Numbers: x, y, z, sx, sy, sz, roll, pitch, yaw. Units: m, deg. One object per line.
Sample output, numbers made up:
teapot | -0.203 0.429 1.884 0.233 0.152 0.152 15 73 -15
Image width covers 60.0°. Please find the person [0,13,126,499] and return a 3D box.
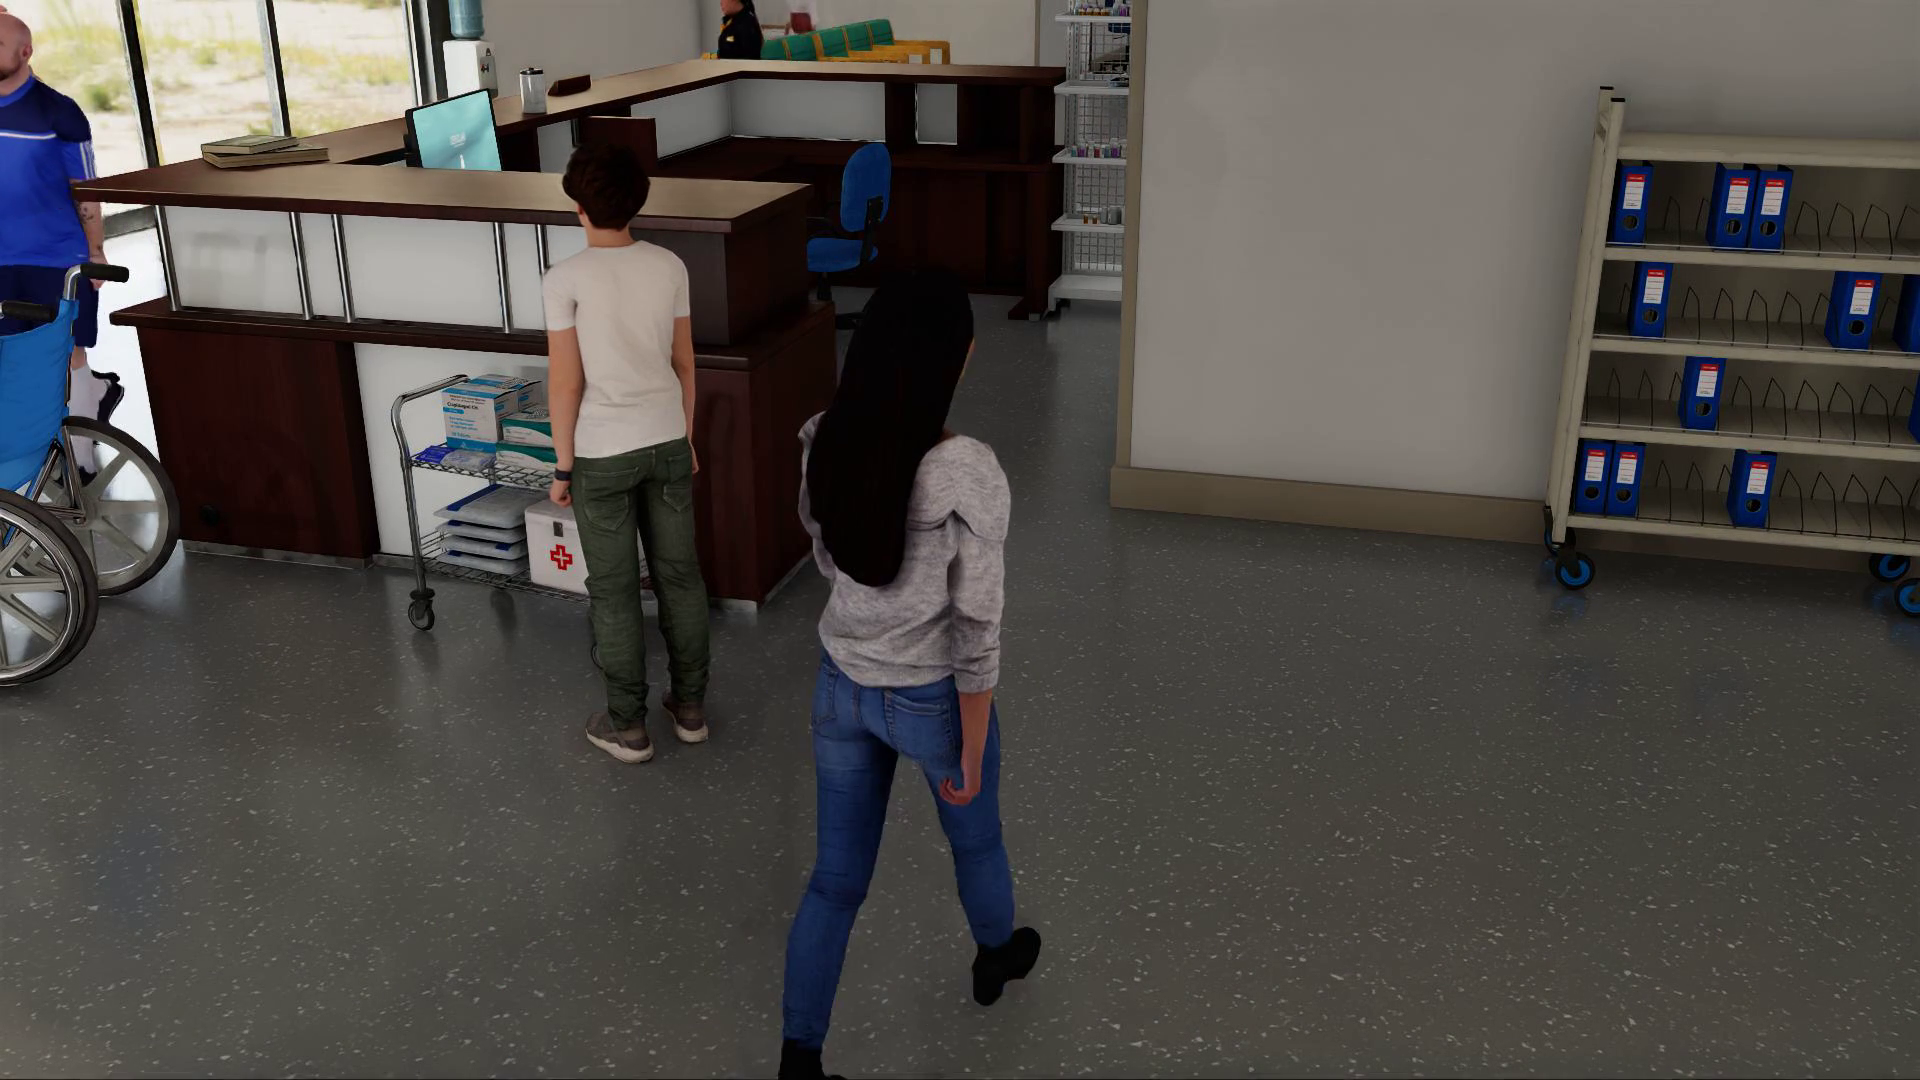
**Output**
person | -3.542 -1.105 6.490 0.909 1.830 0.808 2 21 6

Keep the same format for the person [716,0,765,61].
person | -1.646 -3.581 13.285 0.906 1.648 0.861 -8 22 -21

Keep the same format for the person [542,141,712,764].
person | -0.872 -0.218 4.396 0.660 1.654 0.709 -14 25 -32

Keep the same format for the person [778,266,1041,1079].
person | -0.160 0.344 3.006 1.040 1.587 0.833 11 23 27

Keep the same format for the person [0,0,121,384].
person | -4.352 -1.578 7.776 0.536 1.803 0.692 7 22 17
